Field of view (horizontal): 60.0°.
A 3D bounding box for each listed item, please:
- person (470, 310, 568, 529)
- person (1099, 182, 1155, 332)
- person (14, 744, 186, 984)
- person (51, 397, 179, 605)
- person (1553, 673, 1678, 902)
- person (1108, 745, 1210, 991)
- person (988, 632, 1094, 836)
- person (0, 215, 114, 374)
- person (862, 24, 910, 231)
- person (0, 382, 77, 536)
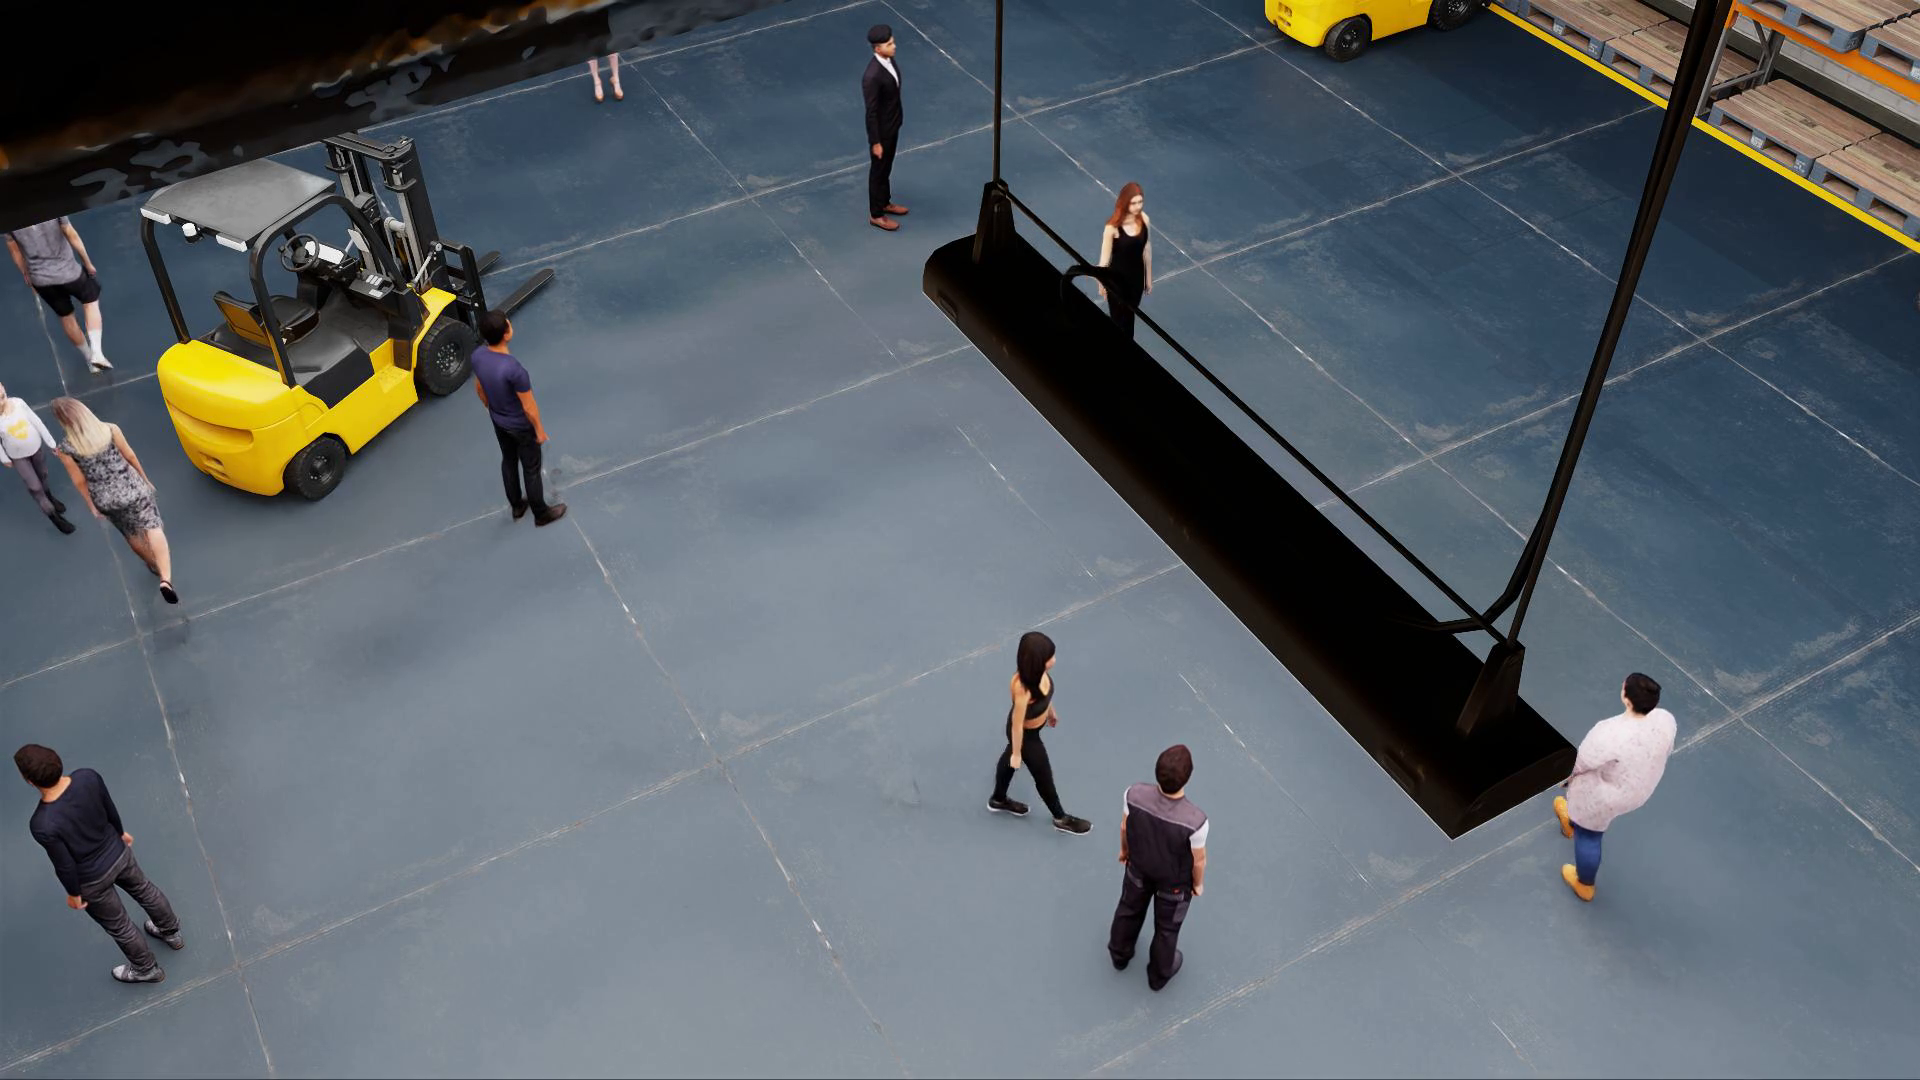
[{"bbox_3d":[-3.157,-0.840,11.720,0.655,1.788,0.785,21,48,21],"label":"person"},{"bbox_3d":[1.254,-2.086,13.081,0.574,1.716,0.637,-23,48,-22],"label":"person"},{"bbox_3d":[-4.633,1.739,8.954,0.770,1.870,0.708,10,45,10],"label":"person"},{"bbox_3d":[-5.613,-0.227,11.158,0.600,1.677,0.916,-22,48,-21],"label":"person"},{"bbox_3d":[3.708,1.426,9.390,0.851,1.722,1.001,-10,45,-10],"label":"person"},{"bbox_3d":[1.076,1.761,8.950,0.690,1.844,0.805,24,49,23],"label":"person"},{"bbox_3d":[0.313,1.106,9.796,0.972,1.625,0.928,8,44,9],"label":"person"},{"bbox_3d":[-7.017,-2.031,12.920,0.730,1.858,0.842,-16,46,-16],"label":"person"},{"bbox_3d":[-0.688,-3.640,14.591,0.813,1.883,0.758,11,45,12],"label":"person"},{"bbox_3d":[-6.733,-0.665,11.920,0.878,1.259,0.714,24,49,23],"label":"person"}]
